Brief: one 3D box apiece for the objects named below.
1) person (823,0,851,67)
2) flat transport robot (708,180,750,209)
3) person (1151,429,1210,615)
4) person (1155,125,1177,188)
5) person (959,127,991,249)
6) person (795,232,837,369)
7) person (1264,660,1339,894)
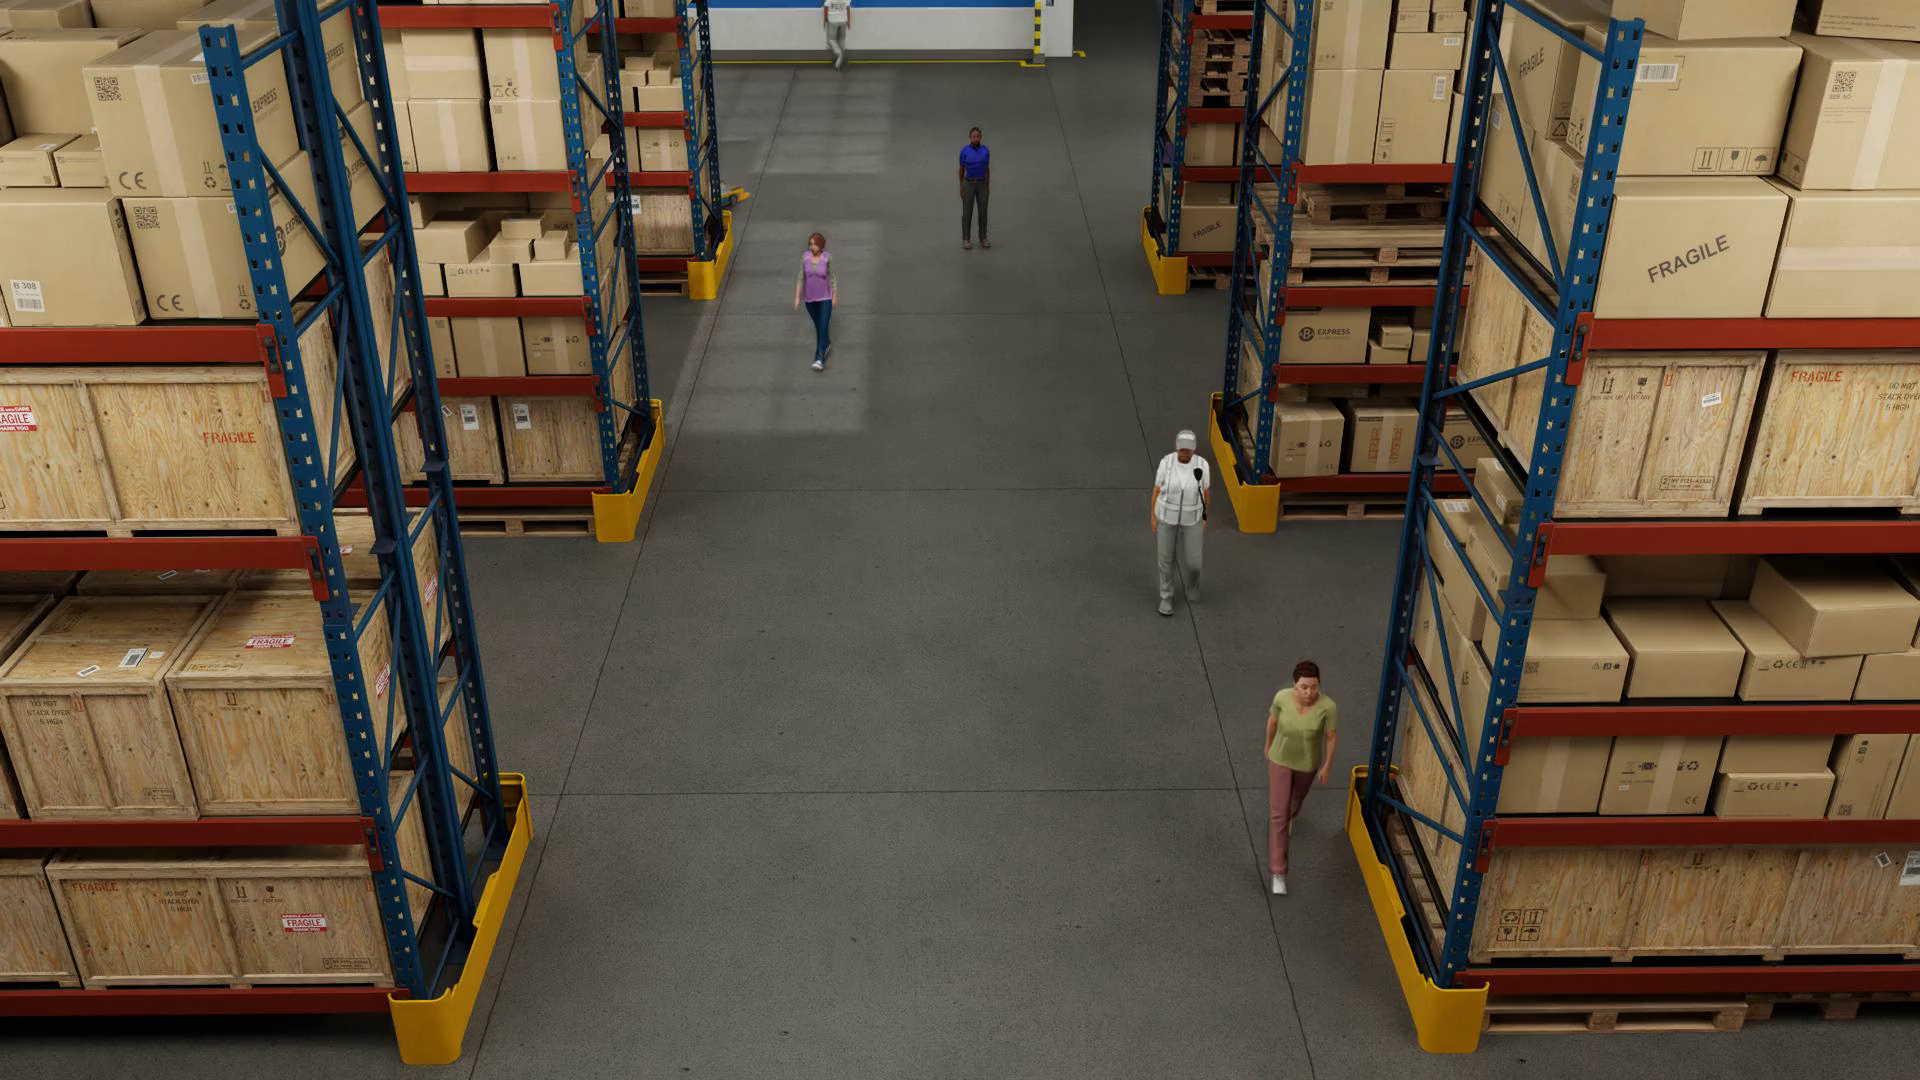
[{"bbox_3d":[-2.461,-10.357,33.165,0.559,1.743,0.780,-12,30,-21],"label":"person"},{"bbox_3d":[-3.868,-5.124,25.068,0.659,0.242,1.431,17,32,28],"label":"flat transport robot"},{"bbox_3d":[1.888,-0.170,14.325,0.487,1.672,0.485,4,29,7],"label":"person"},{"bbox_3d":[3.062,-5.509,24.314,0.417,1.590,0.585,19,34,31],"label":"person"},{"bbox_3d":[0.216,-4.909,23.154,0.436,1.656,0.362,-6,29,-12],"label":"person"},{"bbox_3d":[-1.675,-2.778,19.248,0.445,1.561,0.898,5,29,10],"label":"person"},{"bbox_3d":[2.296,1.501,11.244,0.456,1.612,1.035,3,28,6],"label":"person"}]
